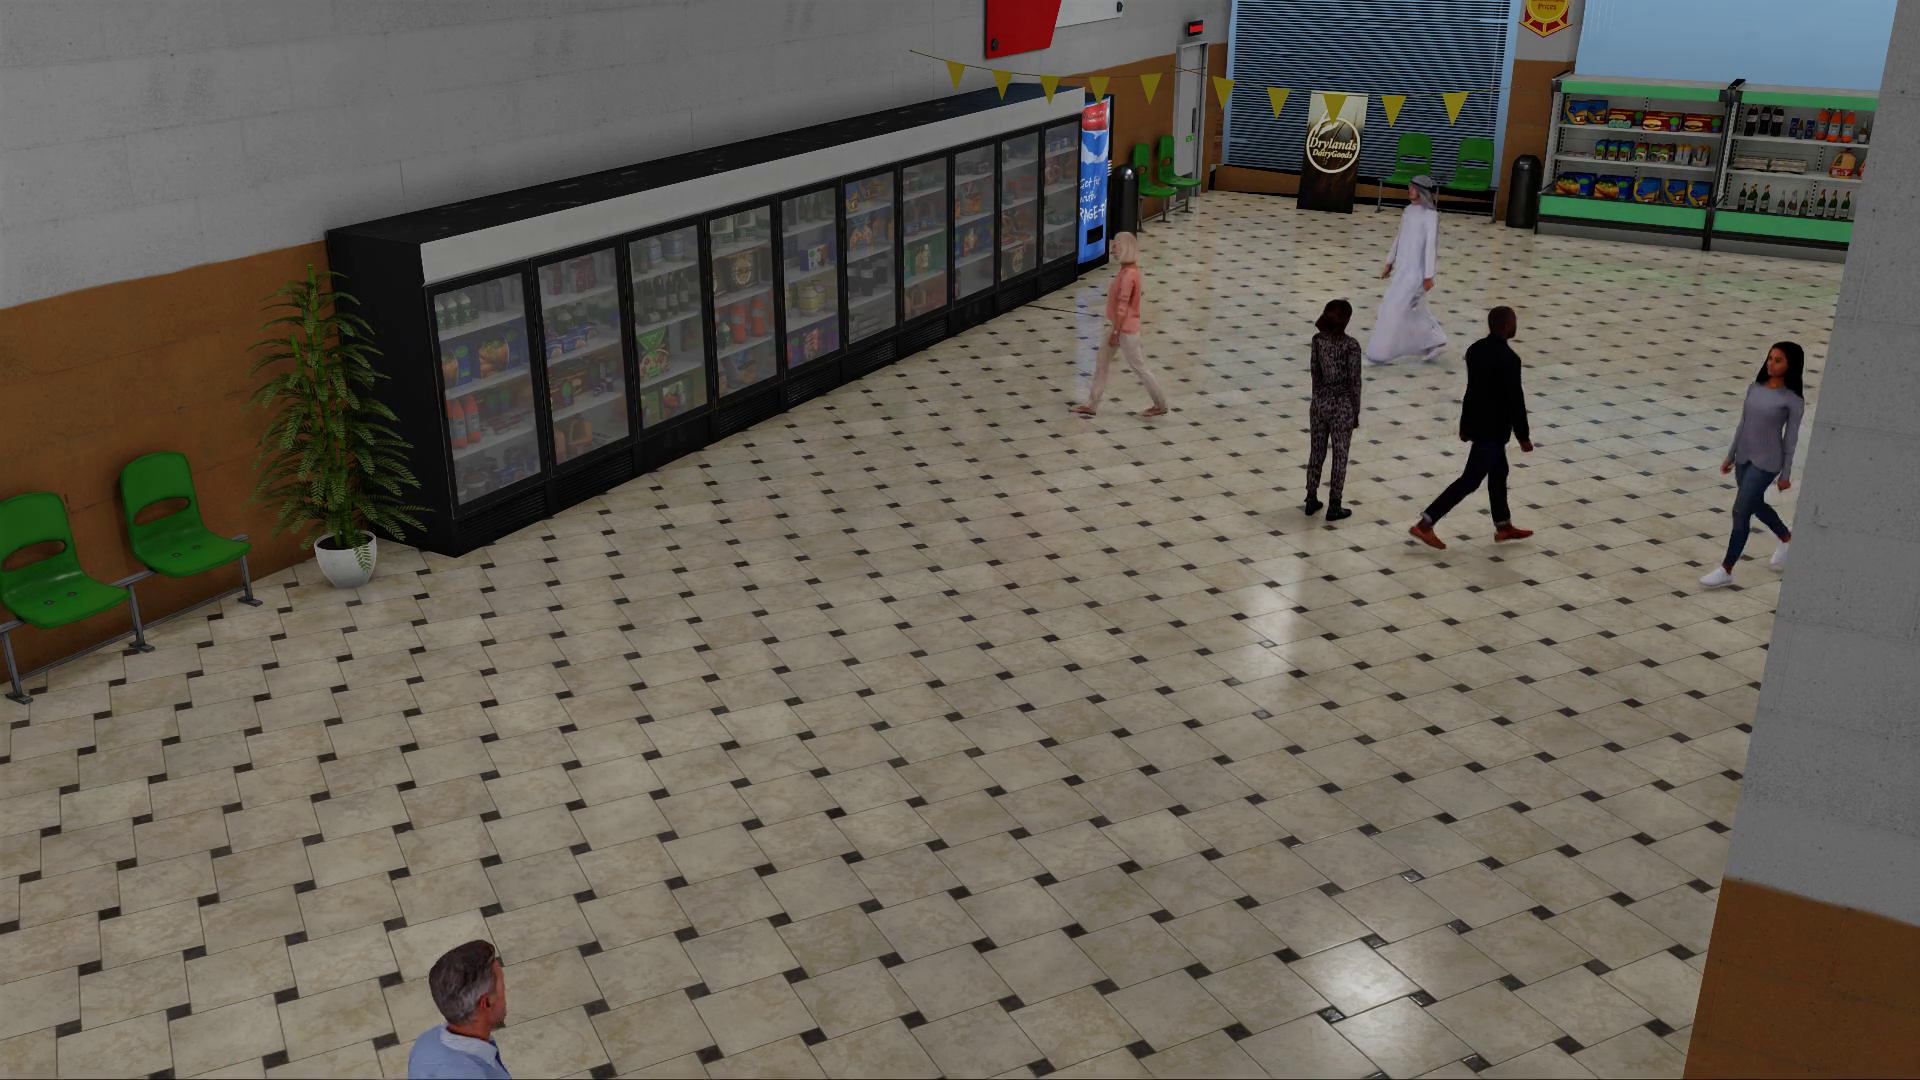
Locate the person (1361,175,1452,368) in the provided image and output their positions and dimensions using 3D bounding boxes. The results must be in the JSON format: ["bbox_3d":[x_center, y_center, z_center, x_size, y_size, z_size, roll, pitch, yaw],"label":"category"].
[{"bbox_3d":[4.551,-2.635,16.448,1.314,1.884,1.175,-4,22,-9],"label":"person"}]

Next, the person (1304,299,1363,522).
[{"bbox_3d":[2.818,-0.991,12.591,0.698,1.709,0.595,-20,30,-41],"label":"person"}]

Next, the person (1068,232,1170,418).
[{"bbox_3d":[1.552,-1.862,14.797,1.212,1.680,0.958,1,22,3],"label":"person"}]

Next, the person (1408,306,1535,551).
[{"bbox_3d":[3.677,-0.752,11.905,1.317,1.776,1.136,-1,22,-2],"label":"person"}]

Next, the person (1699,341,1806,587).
[{"bbox_3d":[5.567,-0.520,11.429,1.158,1.700,1.104,-6,23,-14],"label":"person"}]

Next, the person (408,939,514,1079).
[{"bbox_3d":[-1.492,2.059,4.881,0.924,1.798,0.856,-13,25,-30],"label":"person"}]
